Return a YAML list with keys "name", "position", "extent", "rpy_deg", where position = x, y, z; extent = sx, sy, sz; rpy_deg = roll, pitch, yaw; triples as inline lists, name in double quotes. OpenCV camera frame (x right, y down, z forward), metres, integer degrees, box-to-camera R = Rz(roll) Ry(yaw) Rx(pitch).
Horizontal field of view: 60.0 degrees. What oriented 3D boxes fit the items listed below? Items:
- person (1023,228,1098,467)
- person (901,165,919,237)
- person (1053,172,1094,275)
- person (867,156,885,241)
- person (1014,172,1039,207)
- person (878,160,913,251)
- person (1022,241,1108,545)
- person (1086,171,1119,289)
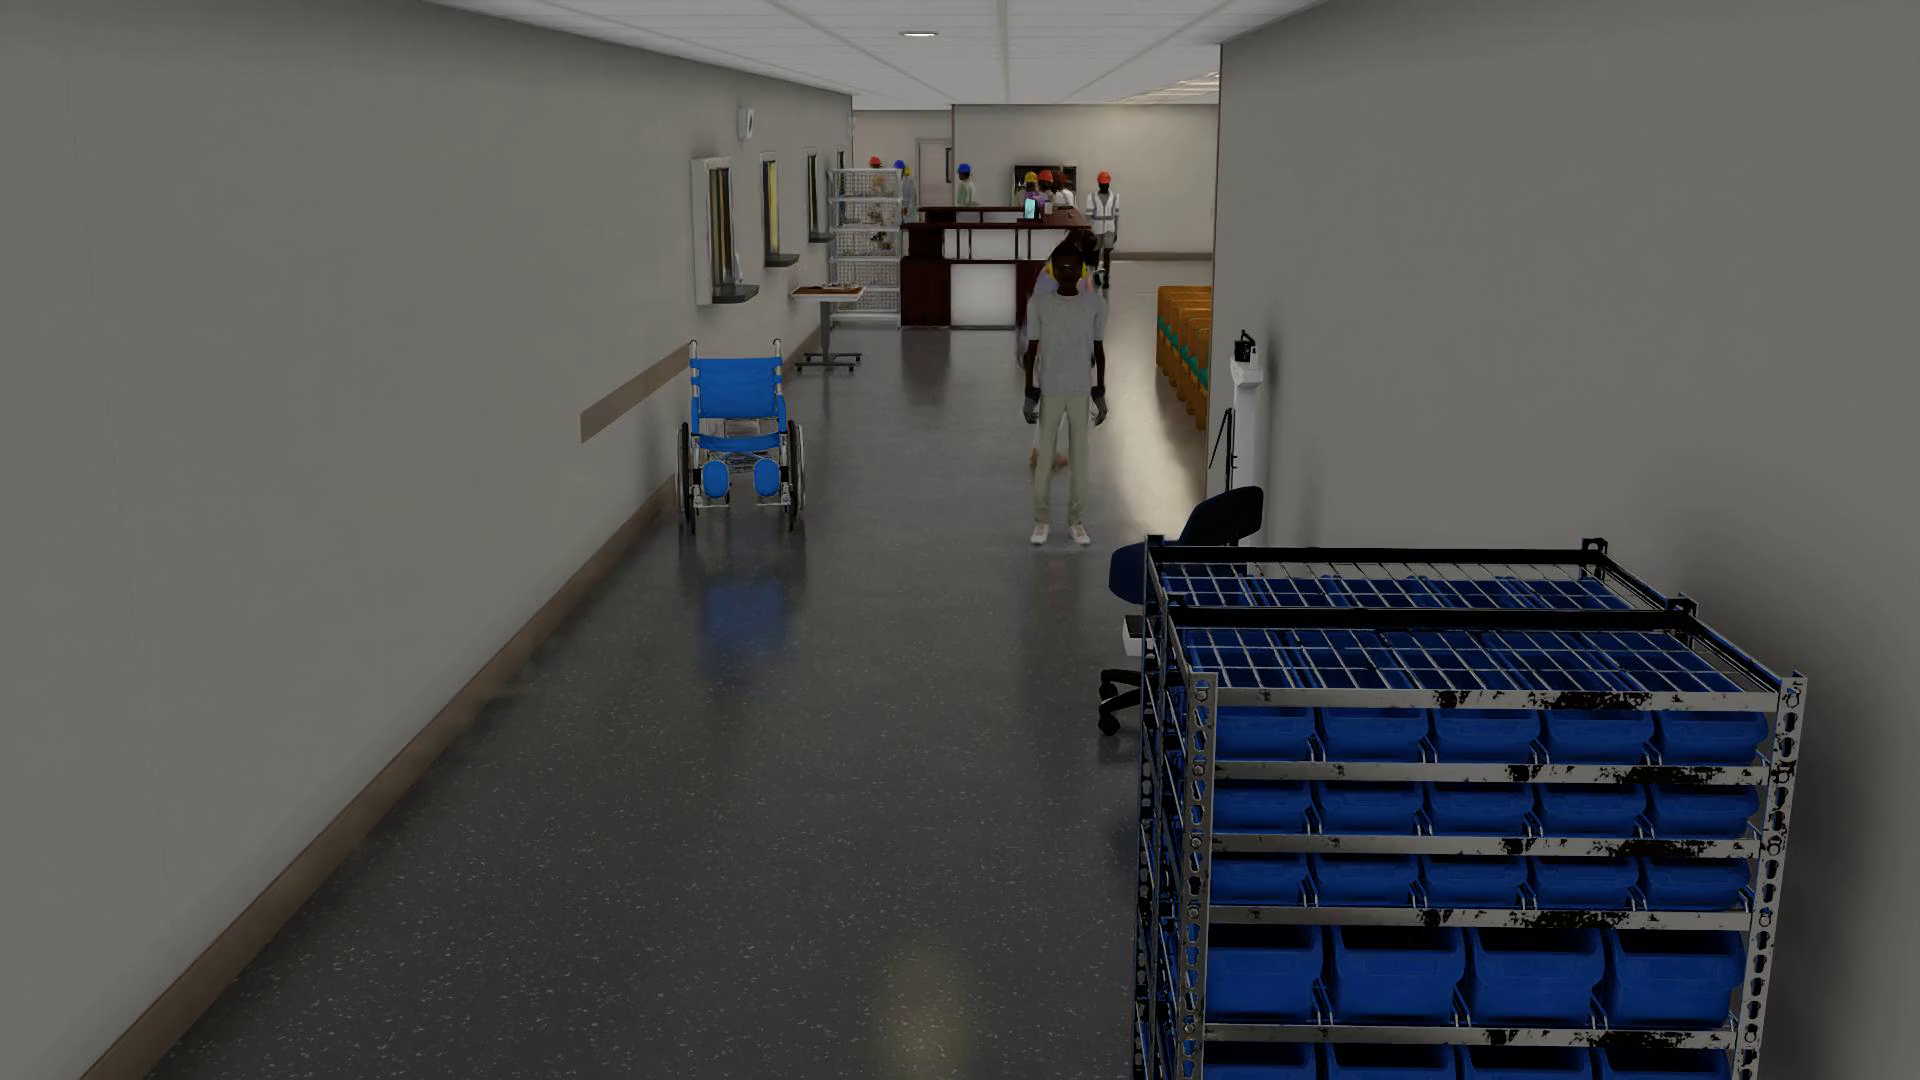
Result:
- name: "person"
  position: [0.759, -1.452, 12.612]
  extent: [0.537, 1.804, 0.645]
  rpy_deg: [8, 16, 30]
- name: "person"
  position: [-1.199, -7.577, 37.574]
  extent: [0.537, 1.761, 0.373]
  rpy_deg: [-2, 14, -8]
- name: "person"
  position: [1.819, -5.128, 27.446]
  extent: [0.823, 1.854, 0.571]
  rpy_deg: [5, 15, 20]
- name: "person"
  position: [-1.959, -7.899, 38.515]
  extent: [0.400, 1.926, 0.566]
  rpy_deg: [-3, 14, -11]
- name: "person"
  position: [1.222, -5.417, 28.668]
  extent: [0.596, 1.828, 0.403]
  rpy_deg: [-2, 14, -10]
- name: "person"
  position: [-1.275, -7.039, 35.088]
  extent: [0.994, 1.893, 0.657]
  rpy_deg: [-13, 19, -42]
- name: "person"
  position: [0.644, -0.891, 10.198]
  extent: [0.531, 1.869, 0.308]
  rpy_deg: [-1, 14, -2]
- name: "person"
  position: [2.305, -5.063, 27.117]
  extent: [0.557, 1.888, 0.993]
  rpy_deg: [0, 14, -2]
